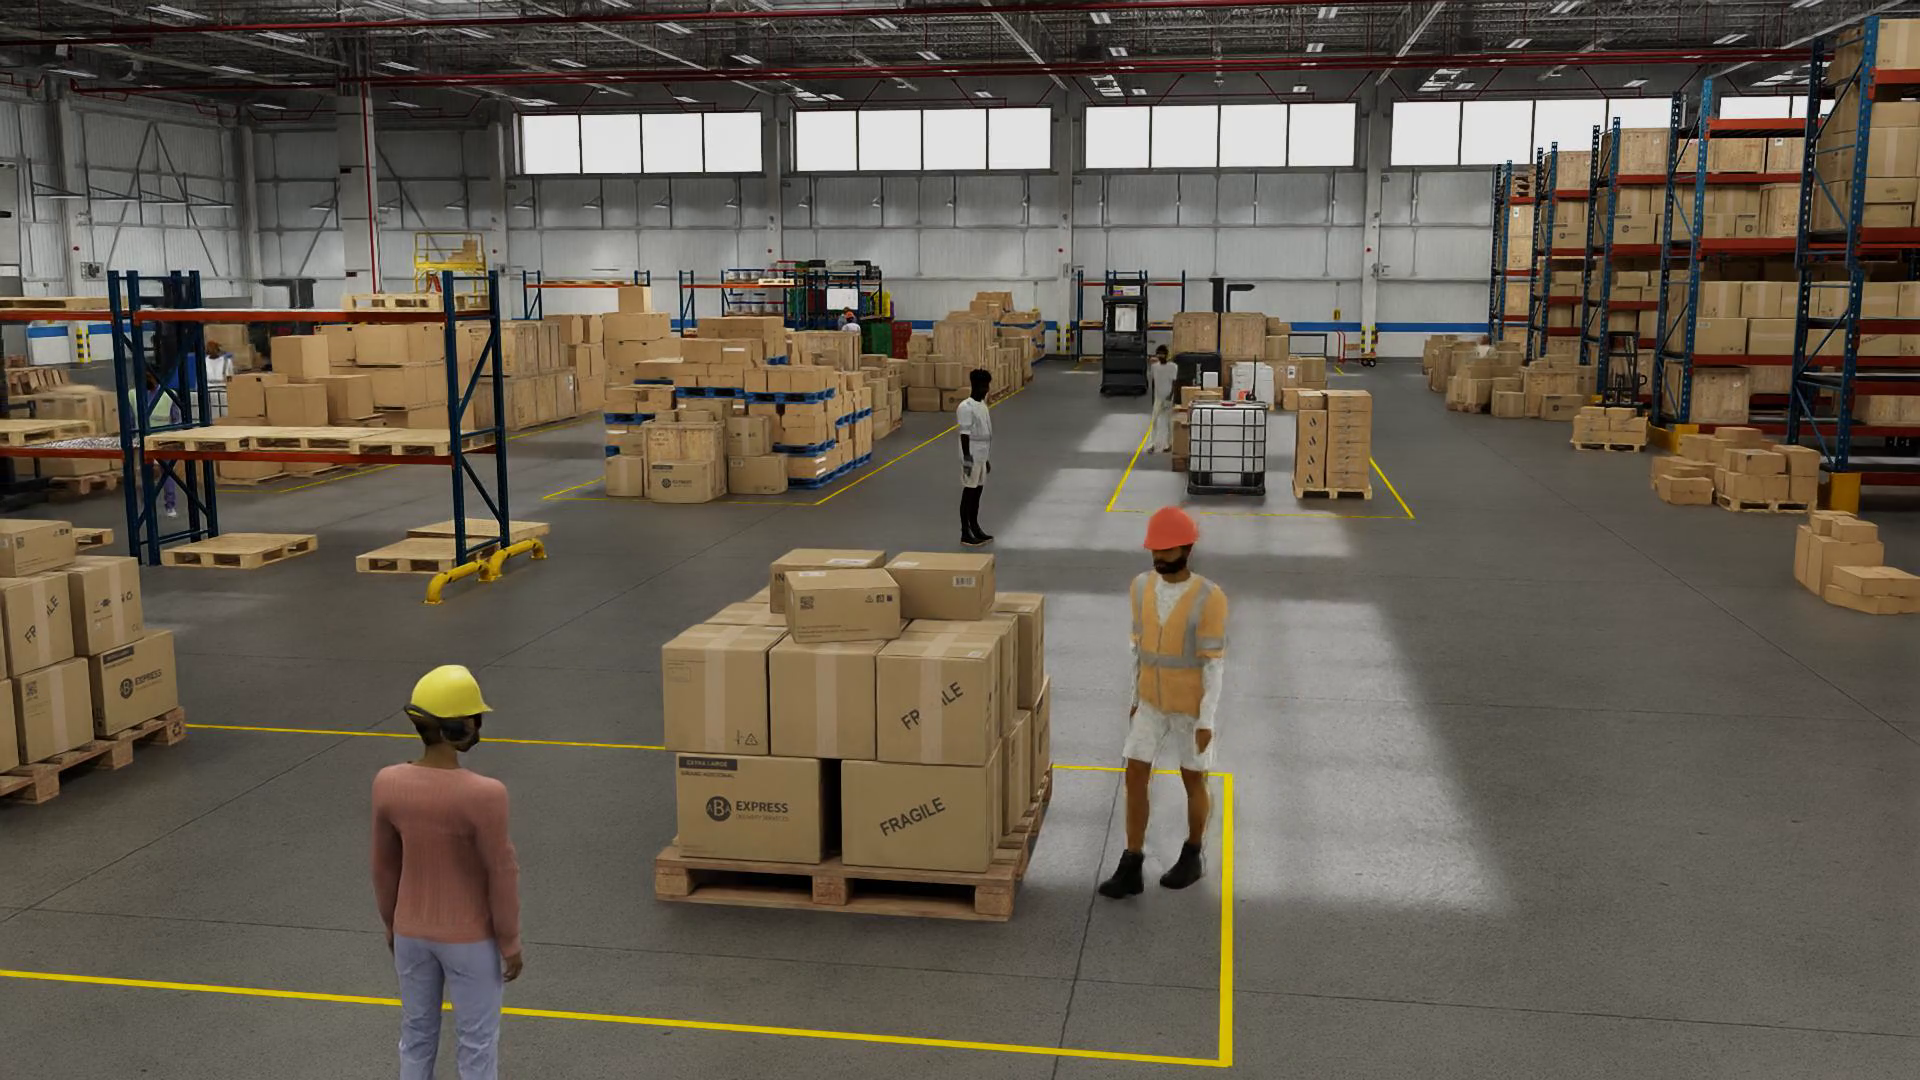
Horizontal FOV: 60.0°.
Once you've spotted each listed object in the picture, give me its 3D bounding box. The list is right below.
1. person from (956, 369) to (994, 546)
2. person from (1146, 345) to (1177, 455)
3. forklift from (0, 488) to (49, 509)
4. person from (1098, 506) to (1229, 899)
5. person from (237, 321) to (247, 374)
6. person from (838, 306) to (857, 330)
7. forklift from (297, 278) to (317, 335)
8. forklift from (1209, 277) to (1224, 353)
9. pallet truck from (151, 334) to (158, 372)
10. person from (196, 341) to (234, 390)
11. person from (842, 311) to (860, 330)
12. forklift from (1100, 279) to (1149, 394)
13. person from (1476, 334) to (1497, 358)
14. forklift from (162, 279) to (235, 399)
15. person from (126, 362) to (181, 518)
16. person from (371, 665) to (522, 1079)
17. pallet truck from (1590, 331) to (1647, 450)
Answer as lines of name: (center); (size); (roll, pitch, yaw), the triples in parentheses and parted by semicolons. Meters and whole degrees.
person: (0.178, -0.919, 18.415); (0.375, 1.959, 0.603); (4, 10, 21)
person: (3.352, -2.307, 27.474); (0.482, 1.803, 1.044); (4, 10, 23)
forklift: (-12.504, -1.720, 20.523); (1.129, 2.768, 1.873); (1, 9, 9)
person: (0.957, 0.798, 7.962); (0.578, 1.908, 0.808); (8, 12, 39)
person: (-19.955, -5.259, 46.194); (0.513, 1.635, 0.311); (4, 10, 25)
person: (-3.472, -6.247, 51.374); (0.625, 1.928, 0.369); (-3, 10, -19)
forklift: (-16.925, -5.404, 43.240); (1.873, 2.768, 1.129); (-3, 10, -17)
forklift: (7.469, -6.243, 48.419); (1.873, 2.768, 1.129); (1, 9, 9)
pallet truck: (-21.869, -5.598, 47.154); (0.823, 1.965, 1.885); (4, 10, 26)
person: (-12.616, -2.443, 28.183); (0.602, 1.829, 0.987); (-3, 10, -19)
person: (-2.969, -5.230, 45.121); (0.542, 1.928, 0.399); (-6, 11, -34)
forklift: (4.113, -5.078, 41.234); (1.129, 2.768, 1.873); (1, 9, 8)
person: (11.735, -3.799, 37.265); (0.804, 1.611, 0.523); (-6, 11, -31)
forklift: (-18.069, -4.680, 38.781); (1.873, 2.768, 1.129); (1, 9, 9)
person: (-9.895, -1.226, 20.434); (0.597, 1.916, 0.372); (-3, 10, -16)
person: (-1.661, 1.281, 5.448); (0.528, 1.765, 0.328); (3, 10, 20)
pallet truck: (11.253, -2.573, 28.499); (0.823, 1.965, 1.885); (5, 10, 27)
